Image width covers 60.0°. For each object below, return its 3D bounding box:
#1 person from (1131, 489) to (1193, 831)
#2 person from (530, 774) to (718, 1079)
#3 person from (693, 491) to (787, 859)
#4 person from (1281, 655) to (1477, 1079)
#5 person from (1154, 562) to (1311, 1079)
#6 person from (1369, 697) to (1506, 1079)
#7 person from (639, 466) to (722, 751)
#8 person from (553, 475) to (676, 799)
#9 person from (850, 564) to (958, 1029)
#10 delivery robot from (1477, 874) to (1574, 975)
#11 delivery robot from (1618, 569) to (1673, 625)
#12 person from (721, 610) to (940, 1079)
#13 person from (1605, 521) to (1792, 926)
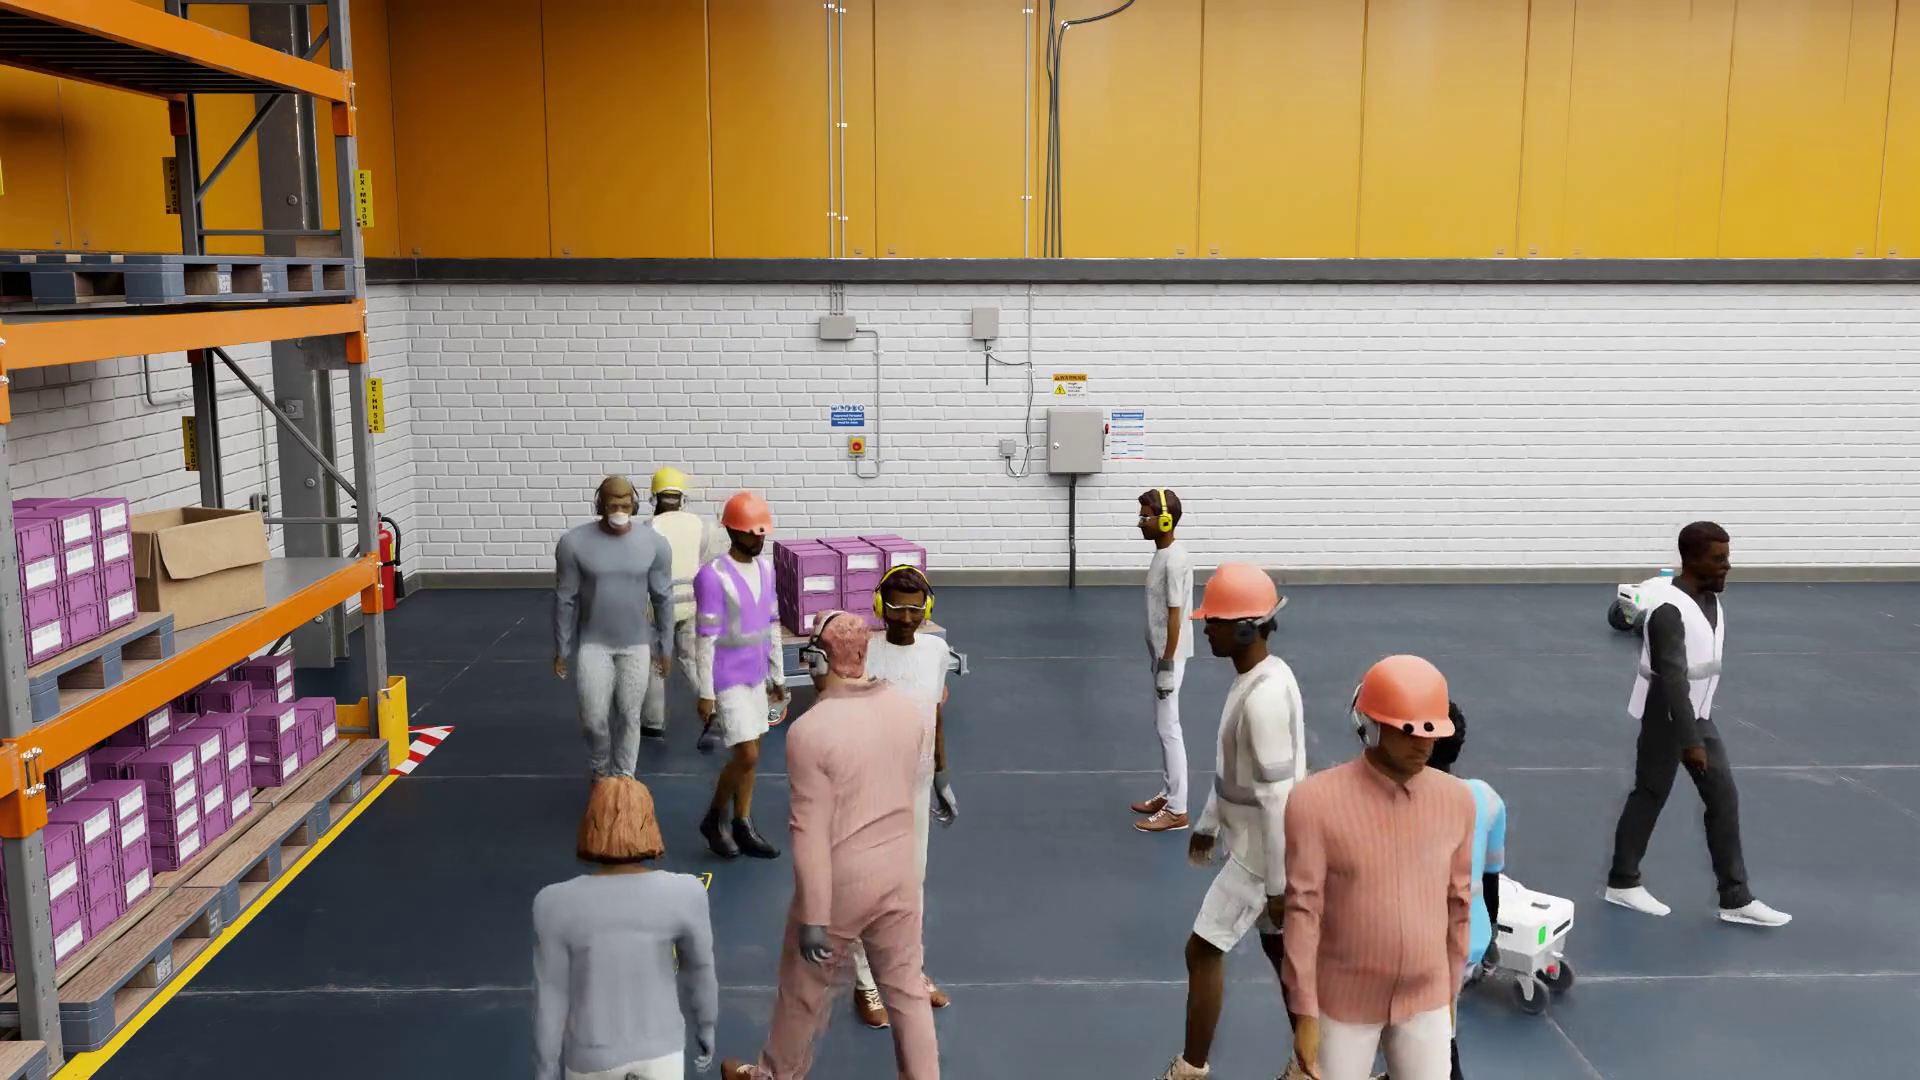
[{"bbox_3d":[1.104,0.642,9.045,0.315,1.860,0.509,0,9,1],"label":"person"},{"bbox_3d":[-0.972,1.452,4.844,0.529,1.593,0.796,-2,10,-14],"label":"person"},{"bbox_3d":[-1.096,0.702,8.489,0.403,1.923,0.565,5,11,28],"label":"person"},{"bbox_3d":[1.187,1.280,4.779,0.626,1.970,0.793,-2,9,-10],"label":"person"},{"bbox_3d":[0.939,1.077,5.922,0.887,2.005,0.613,2,10,14],"label":"person"},{"bbox_3d":[1.501,1.313,5.538,0.544,1.652,0.844,-6,11,-35],"label":"person"},{"bbox_3d":[-1.774,0.441,10.497,0.606,1.806,0.783,-7,11,-36],"label":"person"},{"bbox_3d":[-1.888,0.596,9.128,0.664,1.924,0.428,-3,10,-16],"label":"person"},{"bbox_3d":[-0.239,1.016,6.740,0.519,1.865,0.331,-6,11,-34],"label":"person"},{"bbox_3d":[2.200,1.575,7.024,0.707,0.478,0.477,8,12,41],"label":"delivery robot"},{"bbox_3d":[5.824,0.481,13.734,0.707,0.478,0.477,-1,9,-7],"label":"delivery robot"},{"bbox_3d":[-0.442,1.168,5.812,0.946,1.858,0.683,8,12,40],"label":"person"},{"bbox_3d":[3.417,0.863,7.611,0.600,1.885,0.900,-8,12,-41],"label":"person"}]
